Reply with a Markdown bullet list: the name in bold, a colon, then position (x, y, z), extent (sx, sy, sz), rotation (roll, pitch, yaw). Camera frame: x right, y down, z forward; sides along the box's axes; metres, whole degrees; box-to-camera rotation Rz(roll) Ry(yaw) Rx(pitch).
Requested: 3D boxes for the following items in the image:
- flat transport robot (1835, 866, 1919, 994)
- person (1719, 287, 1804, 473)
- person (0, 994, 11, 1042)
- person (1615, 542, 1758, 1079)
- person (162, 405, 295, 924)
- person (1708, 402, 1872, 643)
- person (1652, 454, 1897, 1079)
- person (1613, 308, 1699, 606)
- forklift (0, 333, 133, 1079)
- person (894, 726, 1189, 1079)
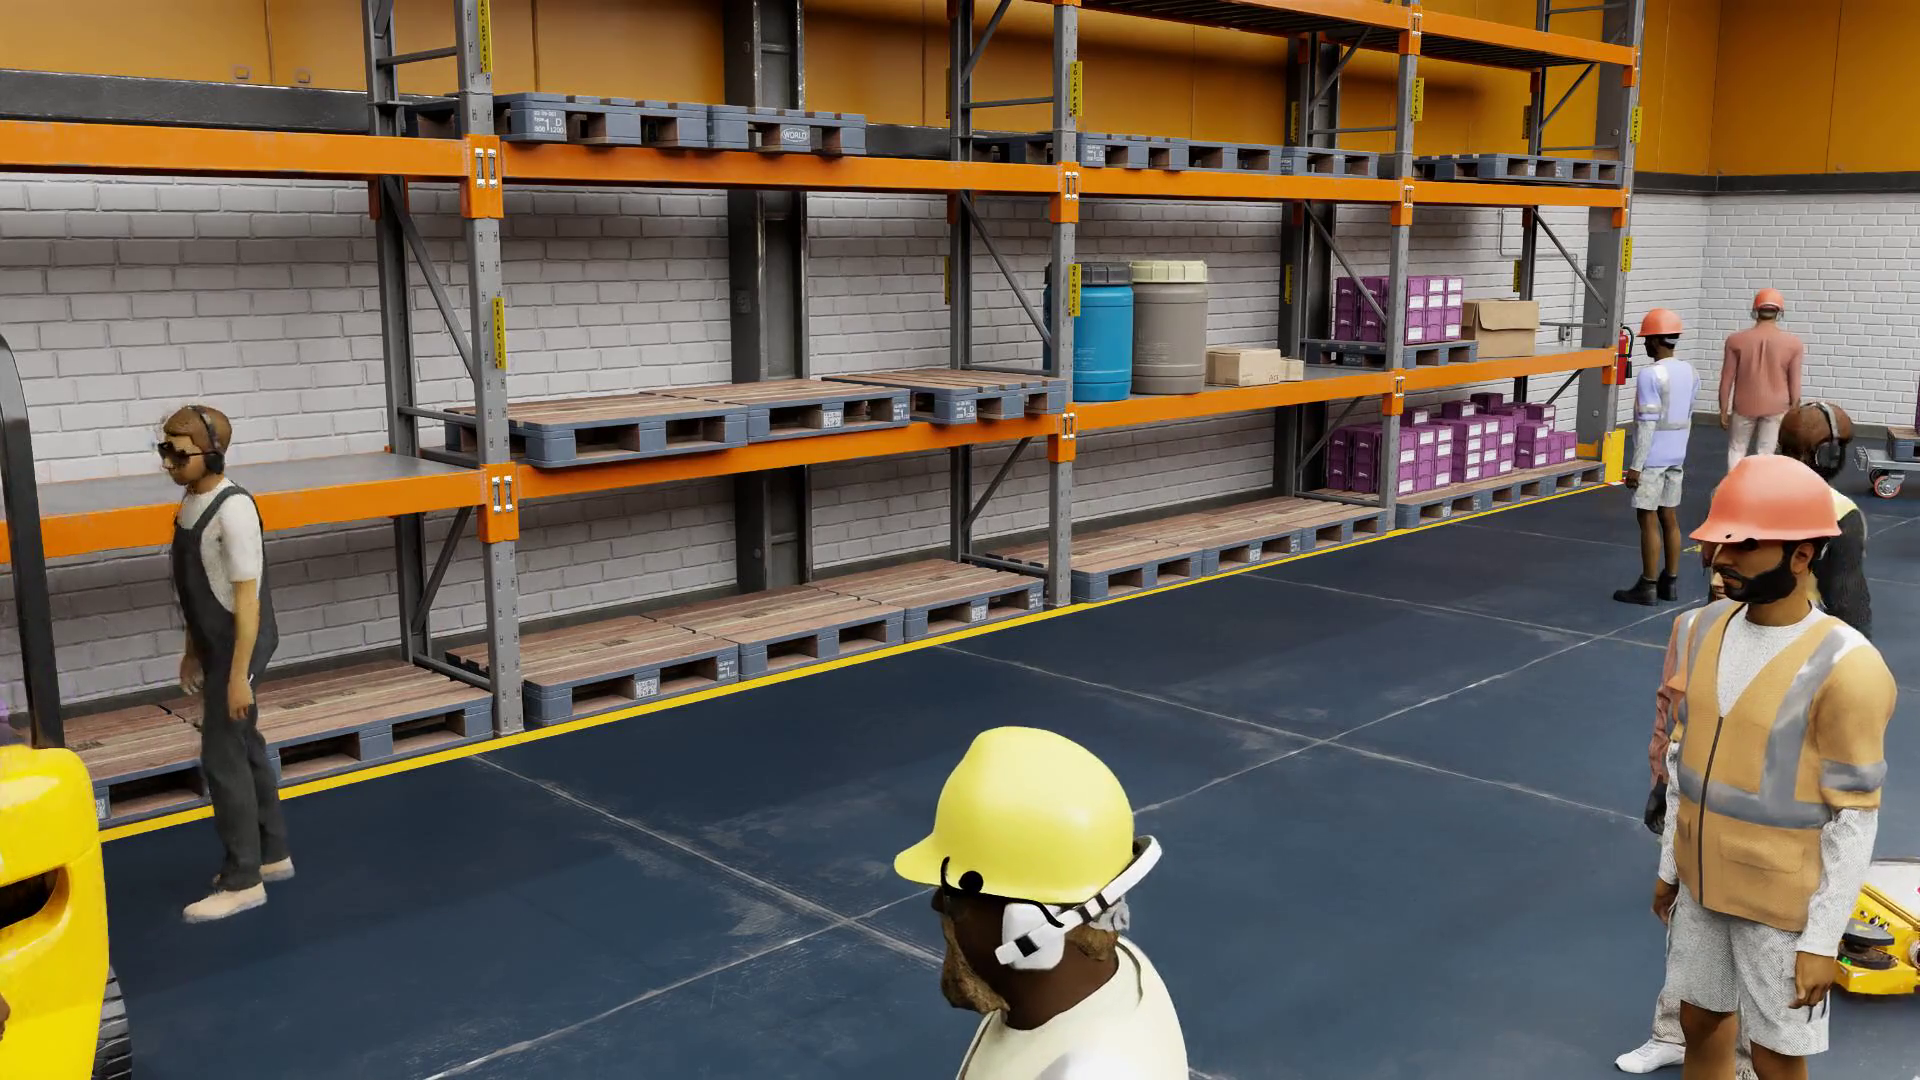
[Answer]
- **flat transport robot**: position (3.489, 1.269, 5.551), extent (1.431, 0.197, 0.652), rotation (0, 10, -2)
- **person**: position (6.650, -1.105, 13.832), extent (0.627, 1.977, 0.471), rotation (5, 11, 24)
- **person**: position (-2.310, 0.856, 3.377), extent (0.559, 1.885, 0.952), rotation (8, 13, 38)
- **person**: position (2.116, 0.762, 4.584), extent (0.308, 1.641, 0.514), rotation (-5, 12, -26)
- **person**: position (-2.645, 0.428, 5.949), extent (0.407, 1.825, 0.521), rotation (-8, 13, -36)
- **person**: position (2.993, 0.420, 5.933), extent (0.535, 1.827, 0.659), rotation (-2, 11, -11)
- **person**: position (1.753, 0.772, 3.718), extent (0.361, 1.938, 0.546), rotation (-3, 11, -18)
- **person**: position (4.536, -0.539, 10.873), extent (0.552, 1.933, 0.374), rotation (-7, 13, -34)
- **forklift**: position (-3.289, 0.485, 4.582), extent (1.214, 2.155, 2.313), rotation (-10, 14, -44)
- **person**: position (0.103, 1.123, 2.091), extent (0.404, 1.829, 0.600), rotation (1, 10, 3)
